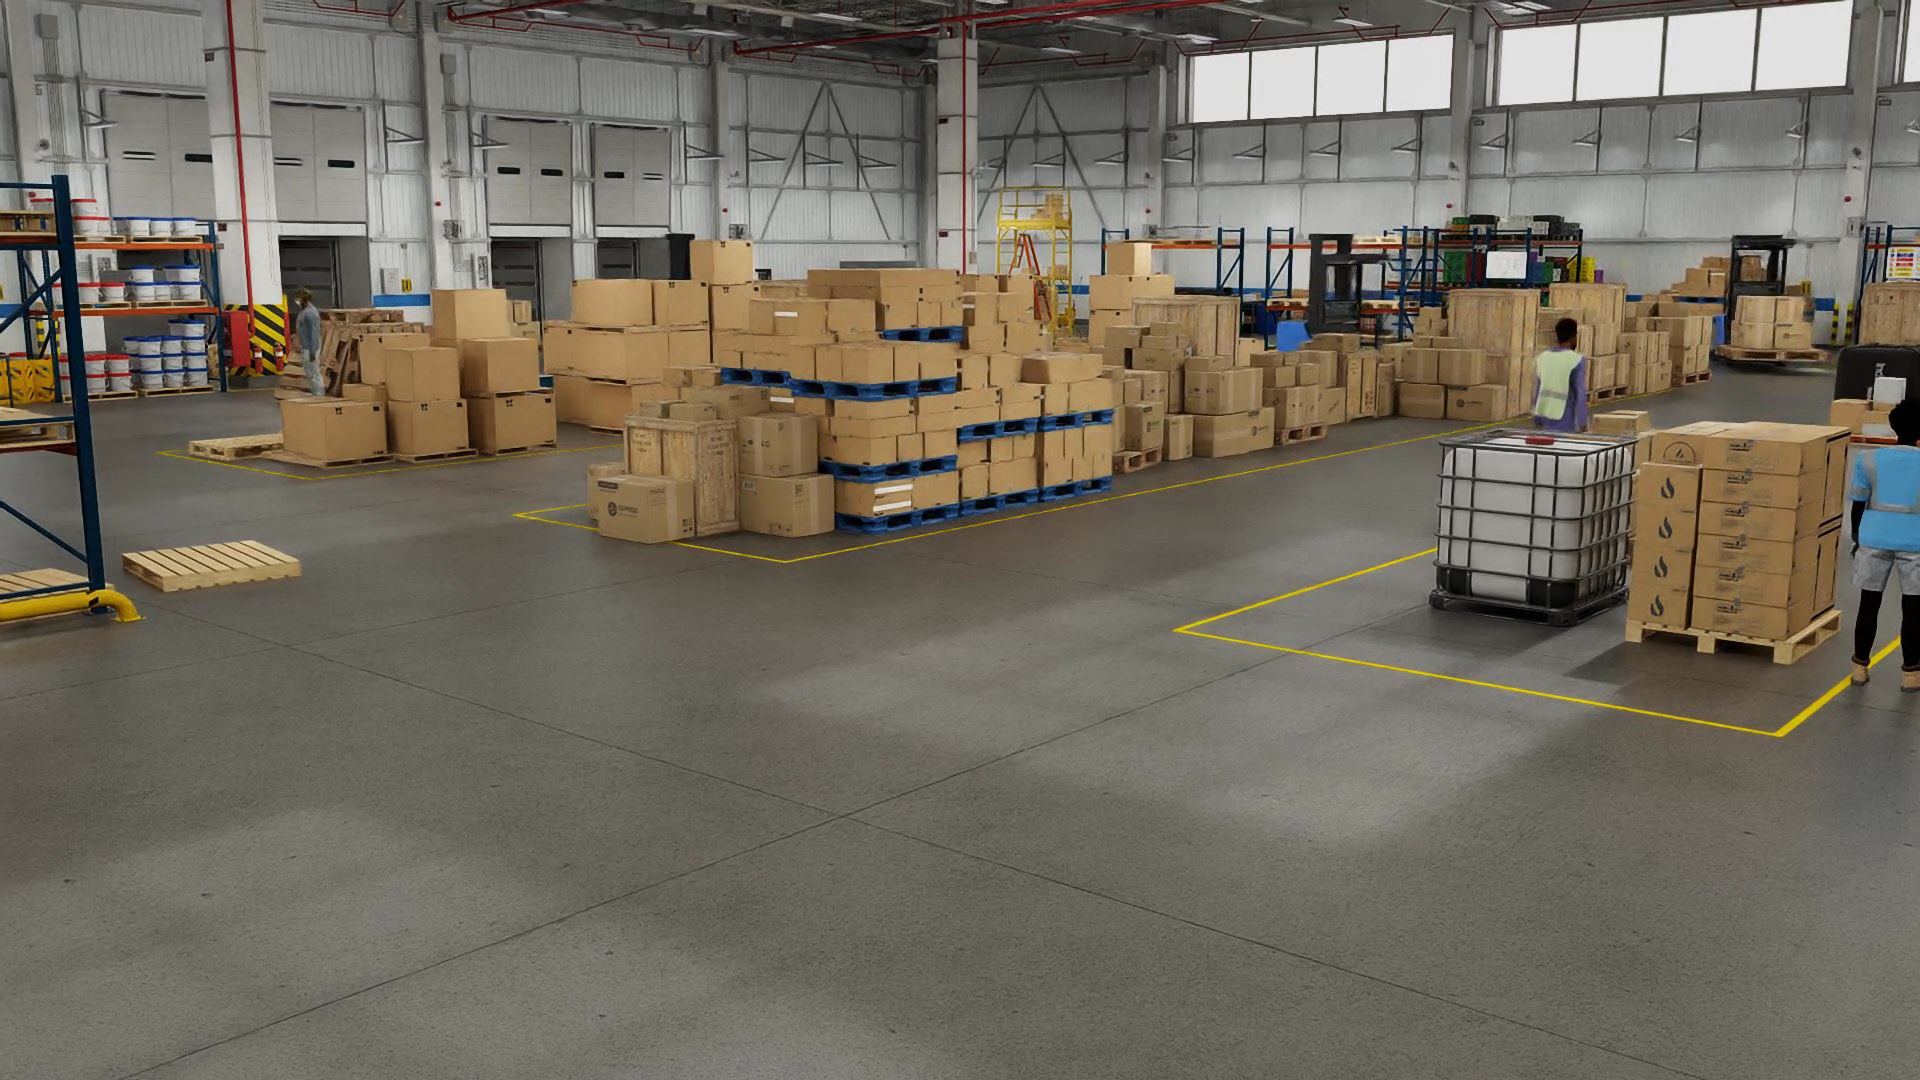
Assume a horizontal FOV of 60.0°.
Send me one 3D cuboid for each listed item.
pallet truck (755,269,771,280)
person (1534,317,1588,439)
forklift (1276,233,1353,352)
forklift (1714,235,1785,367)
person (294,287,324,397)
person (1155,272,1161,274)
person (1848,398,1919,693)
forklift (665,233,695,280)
[{"bbox_3d":[-4.996,-6.432,45.525,1.885,1.965,0.823,-6,12,-32],"label":"pallet truck"},{"bbox_3d":[5.645,-1.165,15.826,0.688,1.897,0.606,-4,11,-20],"label":"person"},{"bbox_3d":[7.256,-4.640,32.810,1.129,2.768,1.873,-7,12,-34],"label":"forklift"},{"bbox_3d":[17.132,-5.193,35.959,1.129,2.768,1.873,2,10,14],"label":"forklift"},{"bbox_3d":[-10.135,-2.958,25.918,0.353,1.936,0.635,-6,12,-31],"label":"person"},{"bbox_3d":[4.991,-5.809,42.149,0.542,1.938,0.357,-5,11,-27],"label":"person"},{"bbox_3d":[5.408,0.029,9.594,0.538,1.695,0.319,8,13,40],"label":"person"},{"bbox_3d":[-5.428,-4.603,32.600,1.873,2.768,1.129,1,10,5],"label":"forklift"}]
